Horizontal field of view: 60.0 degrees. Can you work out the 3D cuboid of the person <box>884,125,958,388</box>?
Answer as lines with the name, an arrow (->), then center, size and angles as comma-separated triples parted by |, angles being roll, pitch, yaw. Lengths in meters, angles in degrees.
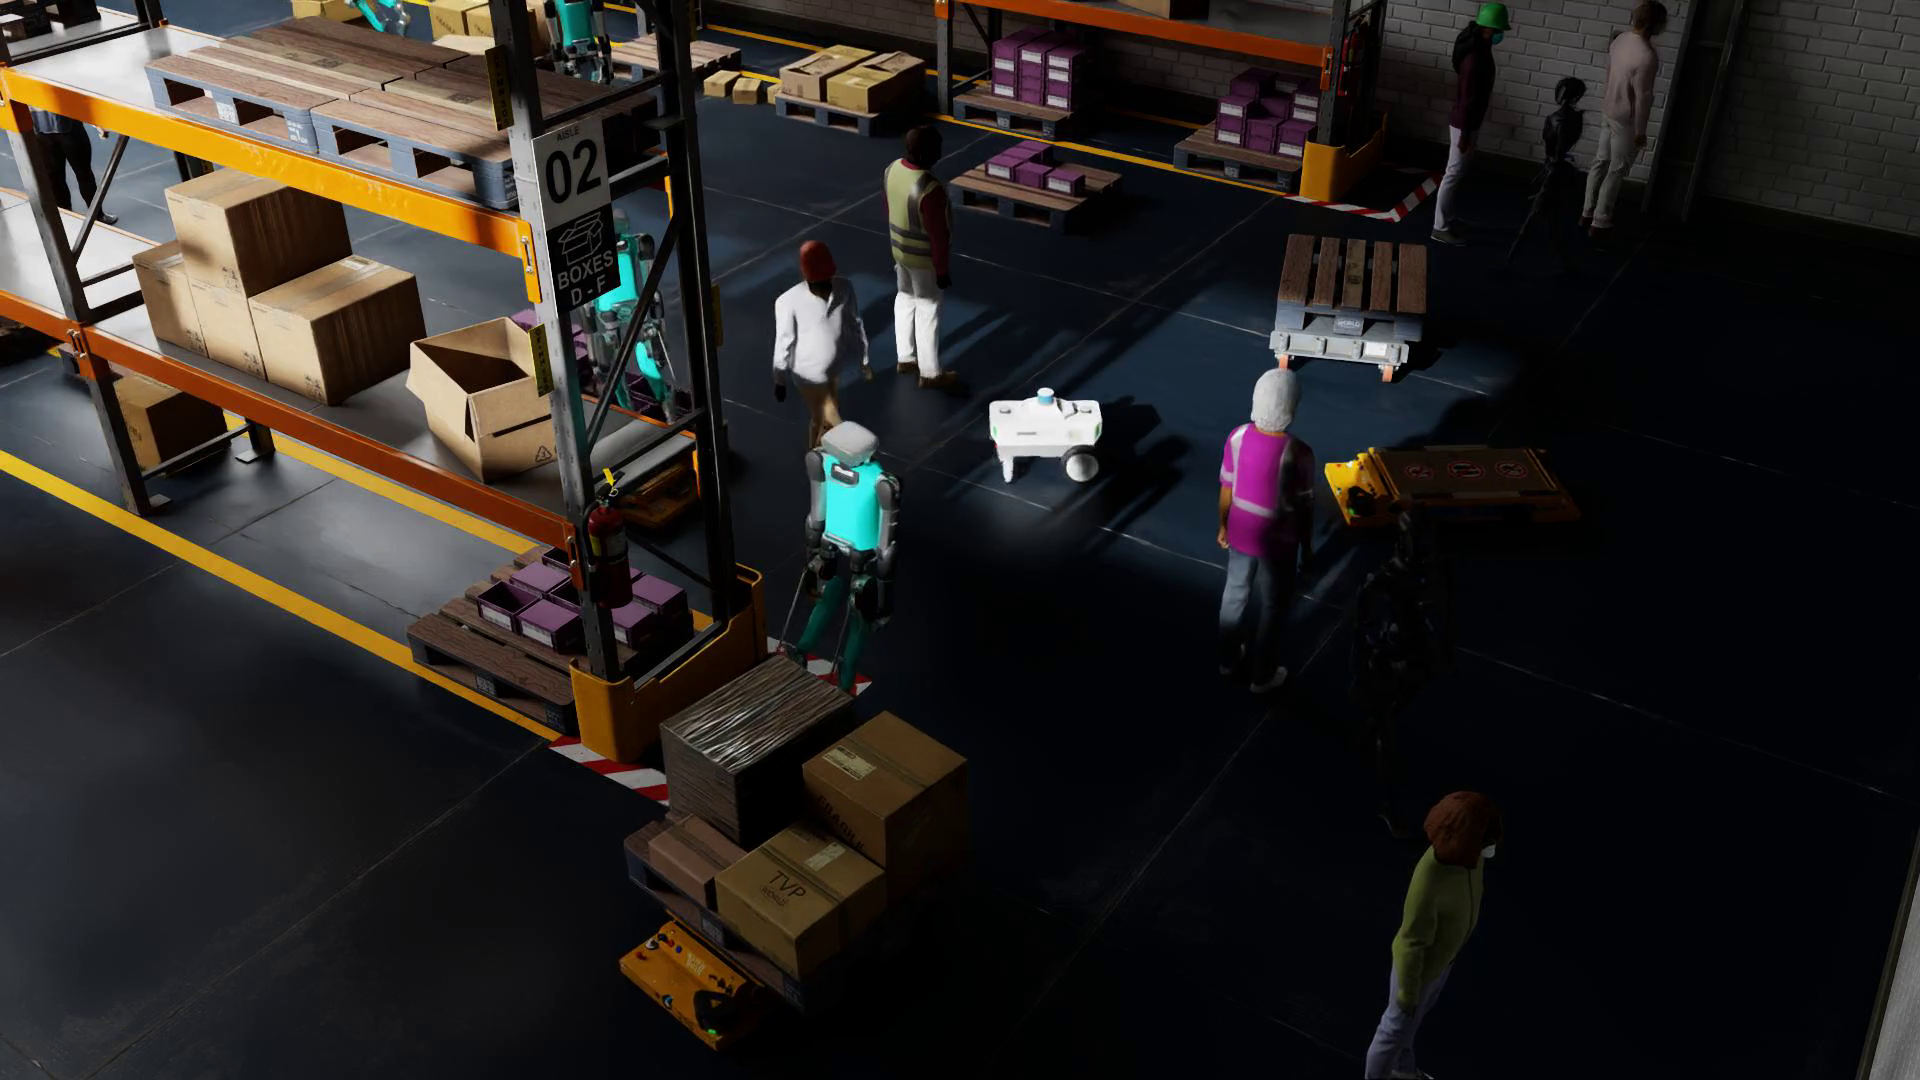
person -> -0.253, -1.945, 11.421 | 0.429, 1.841, 0.632 | -20, 38, -28

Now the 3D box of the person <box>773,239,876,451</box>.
person -> -0.808, -1.043, 10.129 | 0.472, 1.729, 0.617 | 21, 39, 29

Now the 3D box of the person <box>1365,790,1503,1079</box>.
person -> 1.764, 1.565, 6.213 | 0.281, 1.632, 0.500 | 23, 40, 31

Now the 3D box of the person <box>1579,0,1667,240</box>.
person -> 5.442, -3.437, 13.635 | 0.360, 1.942, 0.636 | -4, 33, -6

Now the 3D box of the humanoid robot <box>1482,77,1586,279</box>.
humanoid robot -> 4.591, -2.789, 12.911 | 0.748, 1.633, 0.597 | 9, 34, 14

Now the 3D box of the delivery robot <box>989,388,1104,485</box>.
delivery robot -> 0.571, -0.681, 10.659 | 0.767, 0.596, 0.530 | 0, 33, 0

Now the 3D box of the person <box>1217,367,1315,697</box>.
person -> 1.557, -0.029, 8.478 | 0.528, 1.841, 0.367 | 23, 40, 31

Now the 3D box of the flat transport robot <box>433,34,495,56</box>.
flat transport robot -> -4.555, -3.767, 15.663 | 1.431, 0.231, 0.659 | 7, 34, 10

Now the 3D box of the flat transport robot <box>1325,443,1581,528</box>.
flat transport robot -> 3.068, -0.337, 10.391 | 1.431, 0.231, 0.659 | -2, 33, -2

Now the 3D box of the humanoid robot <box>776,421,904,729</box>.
humanoid robot -> -0.638, 0.357, 8.032 | 0.548, 1.857, 0.695 | 21, 38, 29

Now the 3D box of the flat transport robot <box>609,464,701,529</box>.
flat transport robot -> -2.253, -0.483, 10.616 | 1.431, 0.231, 0.659 | 20, 38, 28

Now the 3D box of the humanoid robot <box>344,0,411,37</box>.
humanoid robot -> -6.164, -5.775, 17.427 | 1.033, 1.743, 0.558 | 17, 37, 24

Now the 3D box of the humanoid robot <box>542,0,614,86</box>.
humanoid robot -> -3.283, -4.049, 14.761 | 0.535, 1.788, 0.765 | -15, 36, -21

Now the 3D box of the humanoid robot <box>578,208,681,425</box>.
humanoid robot -> -1.984, -1.060, 10.218 | 0.530, 1.832, 0.815 | -16, 36, -23

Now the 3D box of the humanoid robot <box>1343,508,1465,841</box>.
humanoid robot -> 2.075, 0.560, 7.773 | 0.598, 1.632, 0.771 | -11, 35, -16

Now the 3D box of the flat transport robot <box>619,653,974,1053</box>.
flat transport robot -> -0.740, 1.628, 7.371 | 0.659, 0.231, 1.431 | 27, 42, 35

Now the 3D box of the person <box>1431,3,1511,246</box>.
person -> 4.139, -3.395, 13.552 | 0.421, 1.949, 0.490 | 14, 36, 21

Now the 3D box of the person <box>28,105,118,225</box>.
person -> -7.450, -3.398, 13.731 | 0.746, 1.755, 0.441 | -4, 33, -6
